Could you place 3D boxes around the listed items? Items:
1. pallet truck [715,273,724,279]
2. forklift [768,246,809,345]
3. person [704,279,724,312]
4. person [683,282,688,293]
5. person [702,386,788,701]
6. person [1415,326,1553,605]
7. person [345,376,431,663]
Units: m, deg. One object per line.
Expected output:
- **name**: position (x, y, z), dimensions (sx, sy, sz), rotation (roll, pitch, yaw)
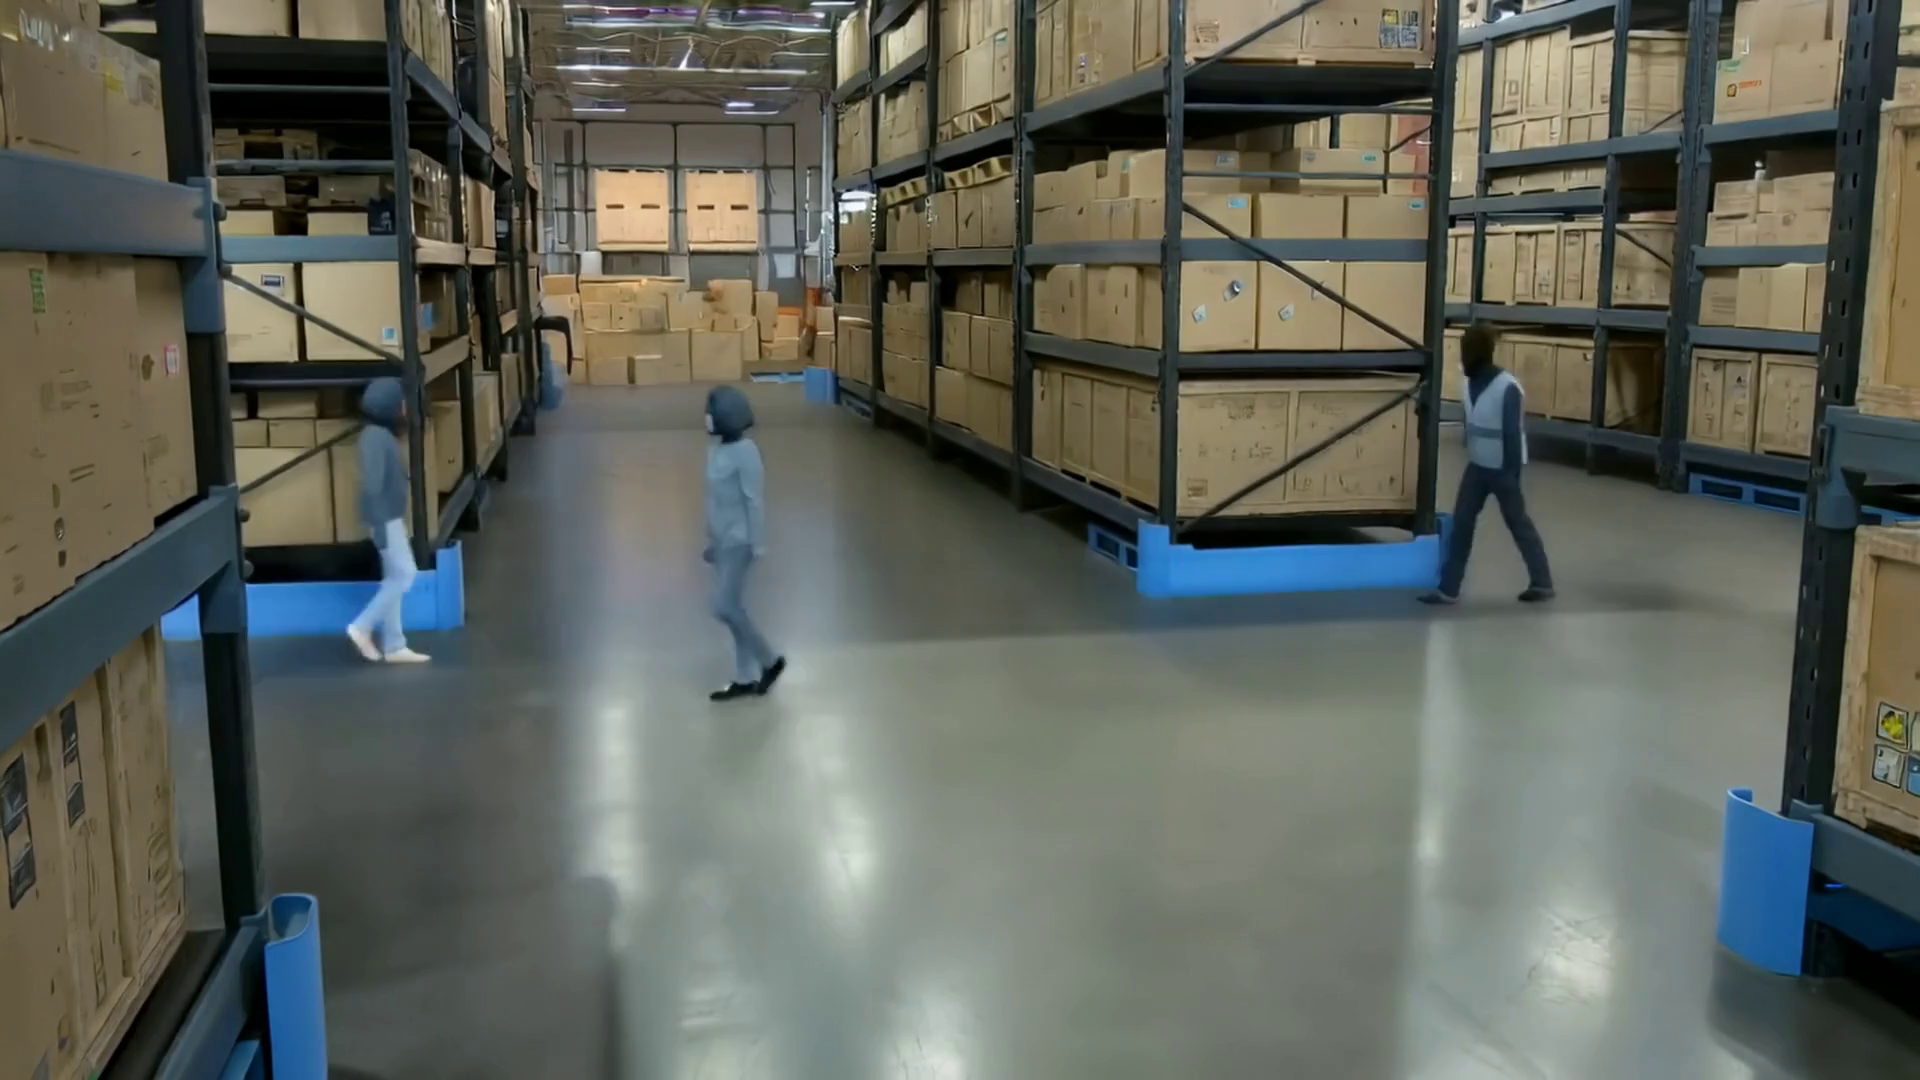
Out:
- **pallet truck**: position (-8.580, -8.986, 62.280), dimensions (1.885, 1.965, 0.823), rotation (1, 9, 5)
- **forklift**: position (-4.953, -6.961, 47.256), dimensions (1.129, 2.768, 1.873), rotation (0, 9, 2)
- **person**: position (-5.236, -4.513, 35.077), dimensions (0.625, 1.973, 0.630), rotation (4, 10, 24)
- **person**: position (-11.102, -9.637, 67.377), dimensions (0.369, 1.627, 0.522), rotation (-3, 10, -17)
- **person**: position (-1.157, 0.031, 8.451), dimensions (0.353, 1.622, 0.510), rotation (-5, 10, -27)
- **person**: position (3.528, -0.478, 10.913), dimensions (0.971, 1.850, 0.631), rotation (-3, 10, -18)
- **person**: position (-3.160, -0.097, 9.214), dimensions (0.361, 1.621, 0.517), rotation (-1, 9, -8)
